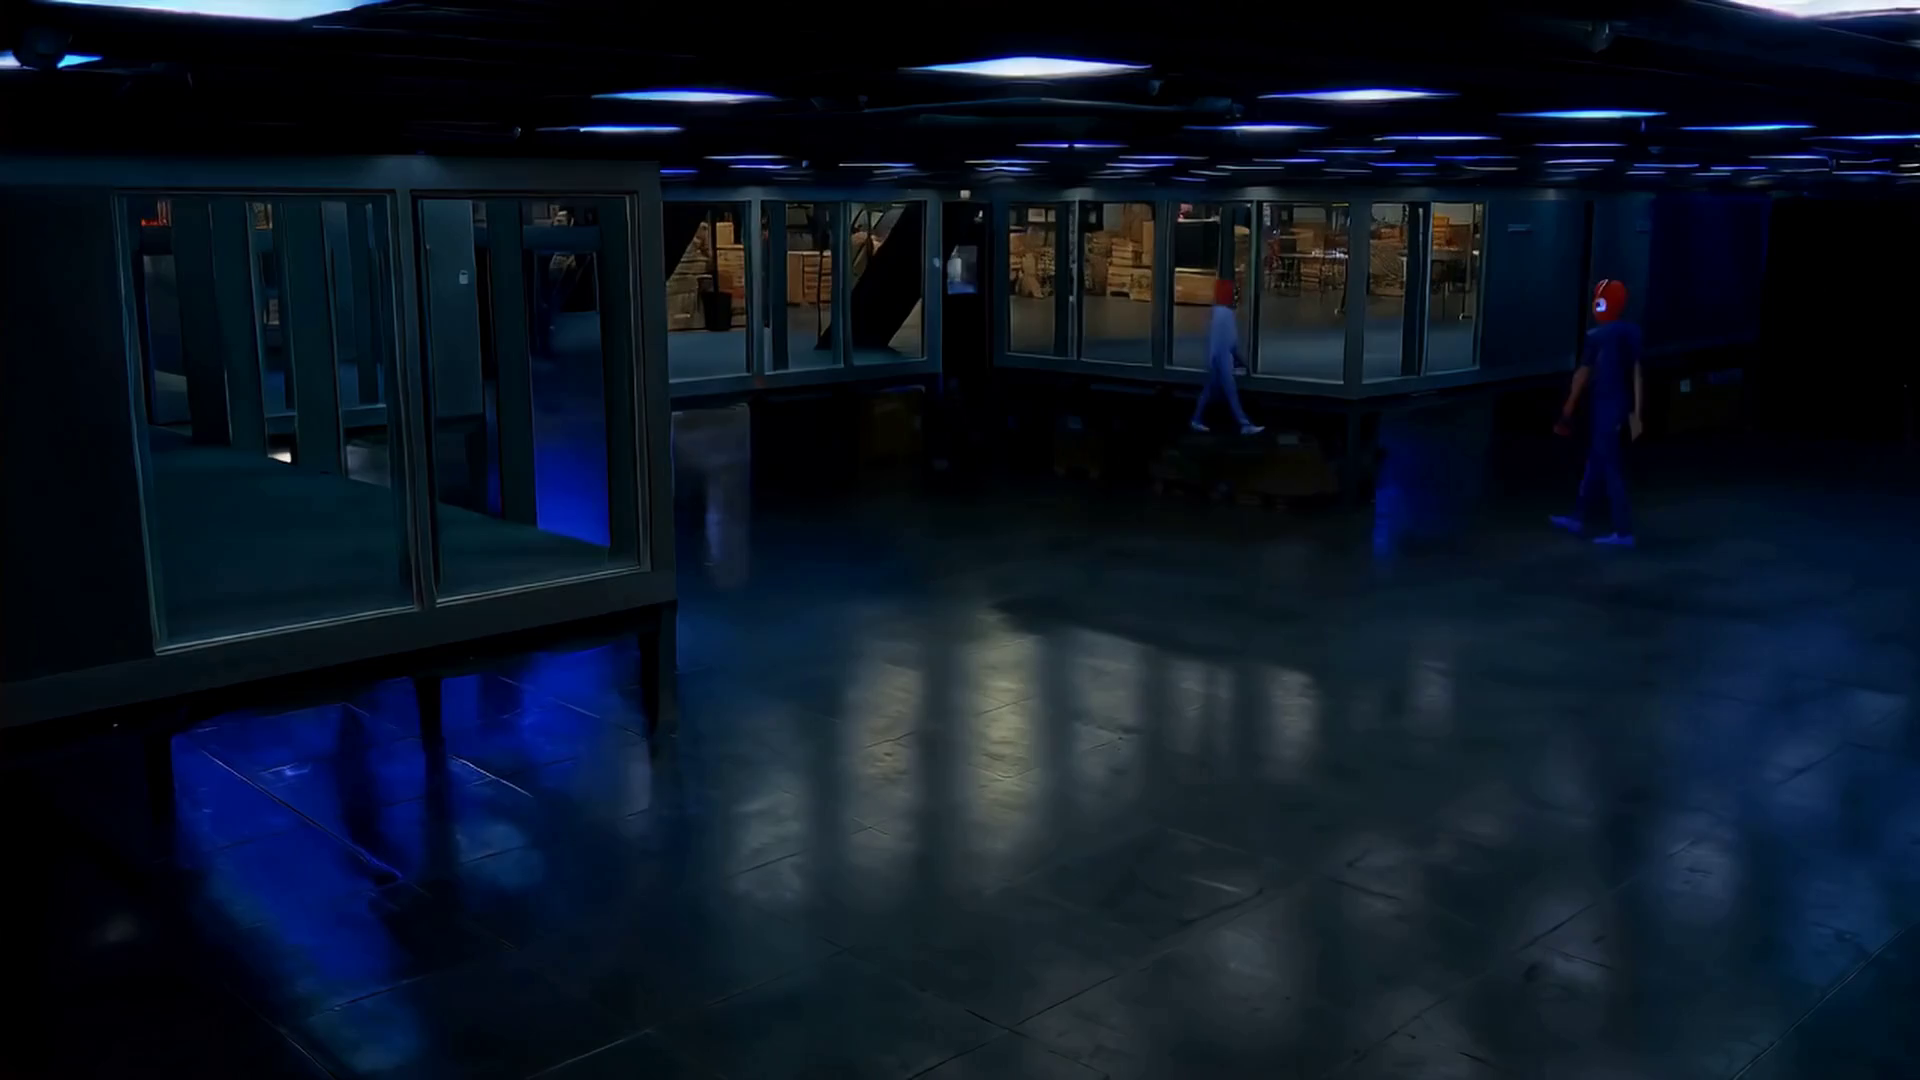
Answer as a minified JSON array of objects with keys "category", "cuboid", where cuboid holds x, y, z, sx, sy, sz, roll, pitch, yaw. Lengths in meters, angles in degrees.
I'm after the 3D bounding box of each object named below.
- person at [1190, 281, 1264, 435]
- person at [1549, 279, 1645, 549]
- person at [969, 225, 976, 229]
[{"category":"person","cuboid":[2.755,-1.884,17.196,0.847,1.582,0.515,6,13,28]},{"category":"person","cuboid":[4.415,-0.891,11.615,0.540,1.831,0.898,-7,13,-32]},{"category":"person","cuboid":[0.368,-8.557,49.825,0.409,1.910,0.563,3,12,17]}]
